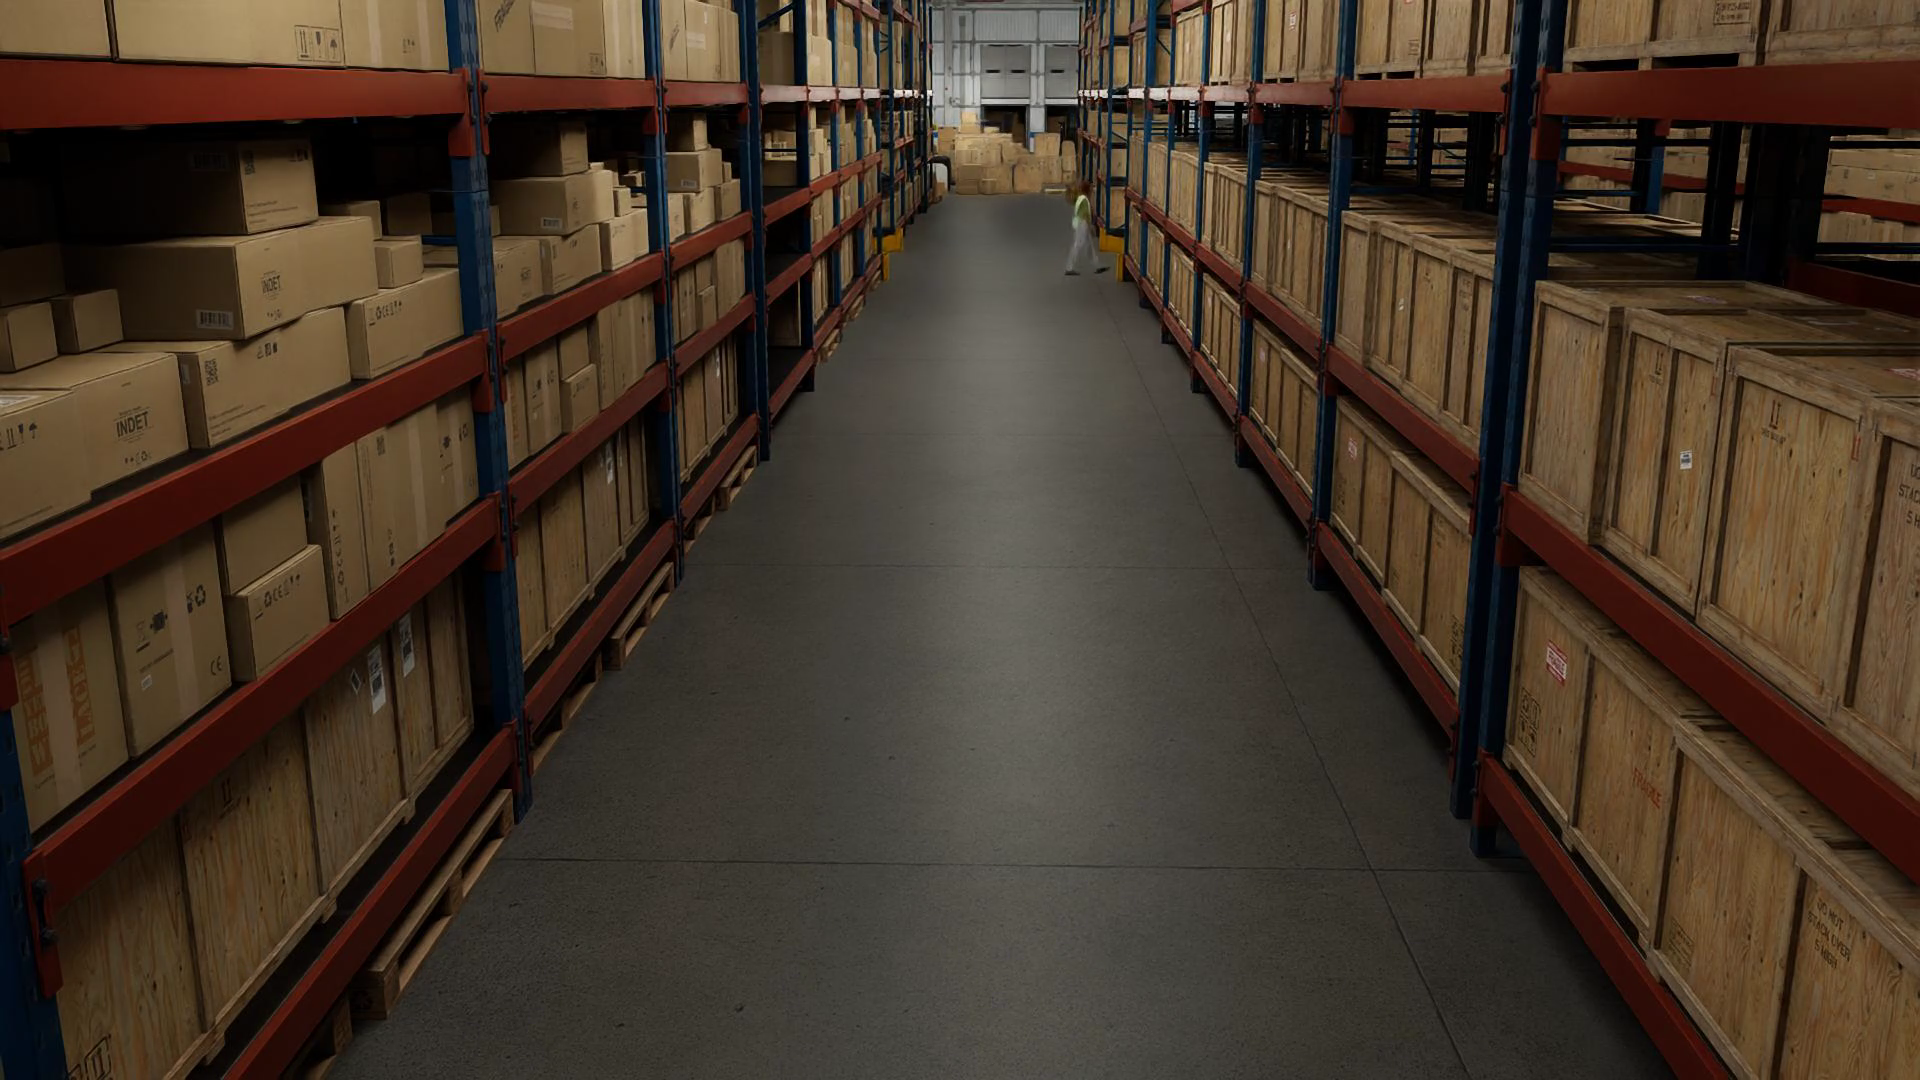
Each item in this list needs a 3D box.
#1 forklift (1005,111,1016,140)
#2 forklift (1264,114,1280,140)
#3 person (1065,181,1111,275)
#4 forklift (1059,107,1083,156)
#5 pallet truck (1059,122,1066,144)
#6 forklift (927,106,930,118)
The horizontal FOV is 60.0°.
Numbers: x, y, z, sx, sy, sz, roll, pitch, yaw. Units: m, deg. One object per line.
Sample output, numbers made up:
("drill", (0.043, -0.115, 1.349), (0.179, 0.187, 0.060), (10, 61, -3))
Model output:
("forklift", (1.842, -14.649, 62.295), (1.873, 2.768, 1.129), (0, 15, 1))
("forklift", (11.024, -13.973, 59.779), (1.129, 2.768, 1.873), (0, 15, 2))
("person", (2.491, -6.044, 32.314), (0.939, 1.796, 0.599), (1, 15, 2))
("forklift", (5.327, -18.690, 77.331), (1.129, 2.768, 1.873), (-7, 17, -25))
("pallet truck", (5.788, -21.111, 88.014), (1.885, 1.965, 0.823), (5, 16, 18))
("forklift", (-1.981, -20.854, 85.384), (1.129, 2.768, 1.873), (0, 15, 2))
